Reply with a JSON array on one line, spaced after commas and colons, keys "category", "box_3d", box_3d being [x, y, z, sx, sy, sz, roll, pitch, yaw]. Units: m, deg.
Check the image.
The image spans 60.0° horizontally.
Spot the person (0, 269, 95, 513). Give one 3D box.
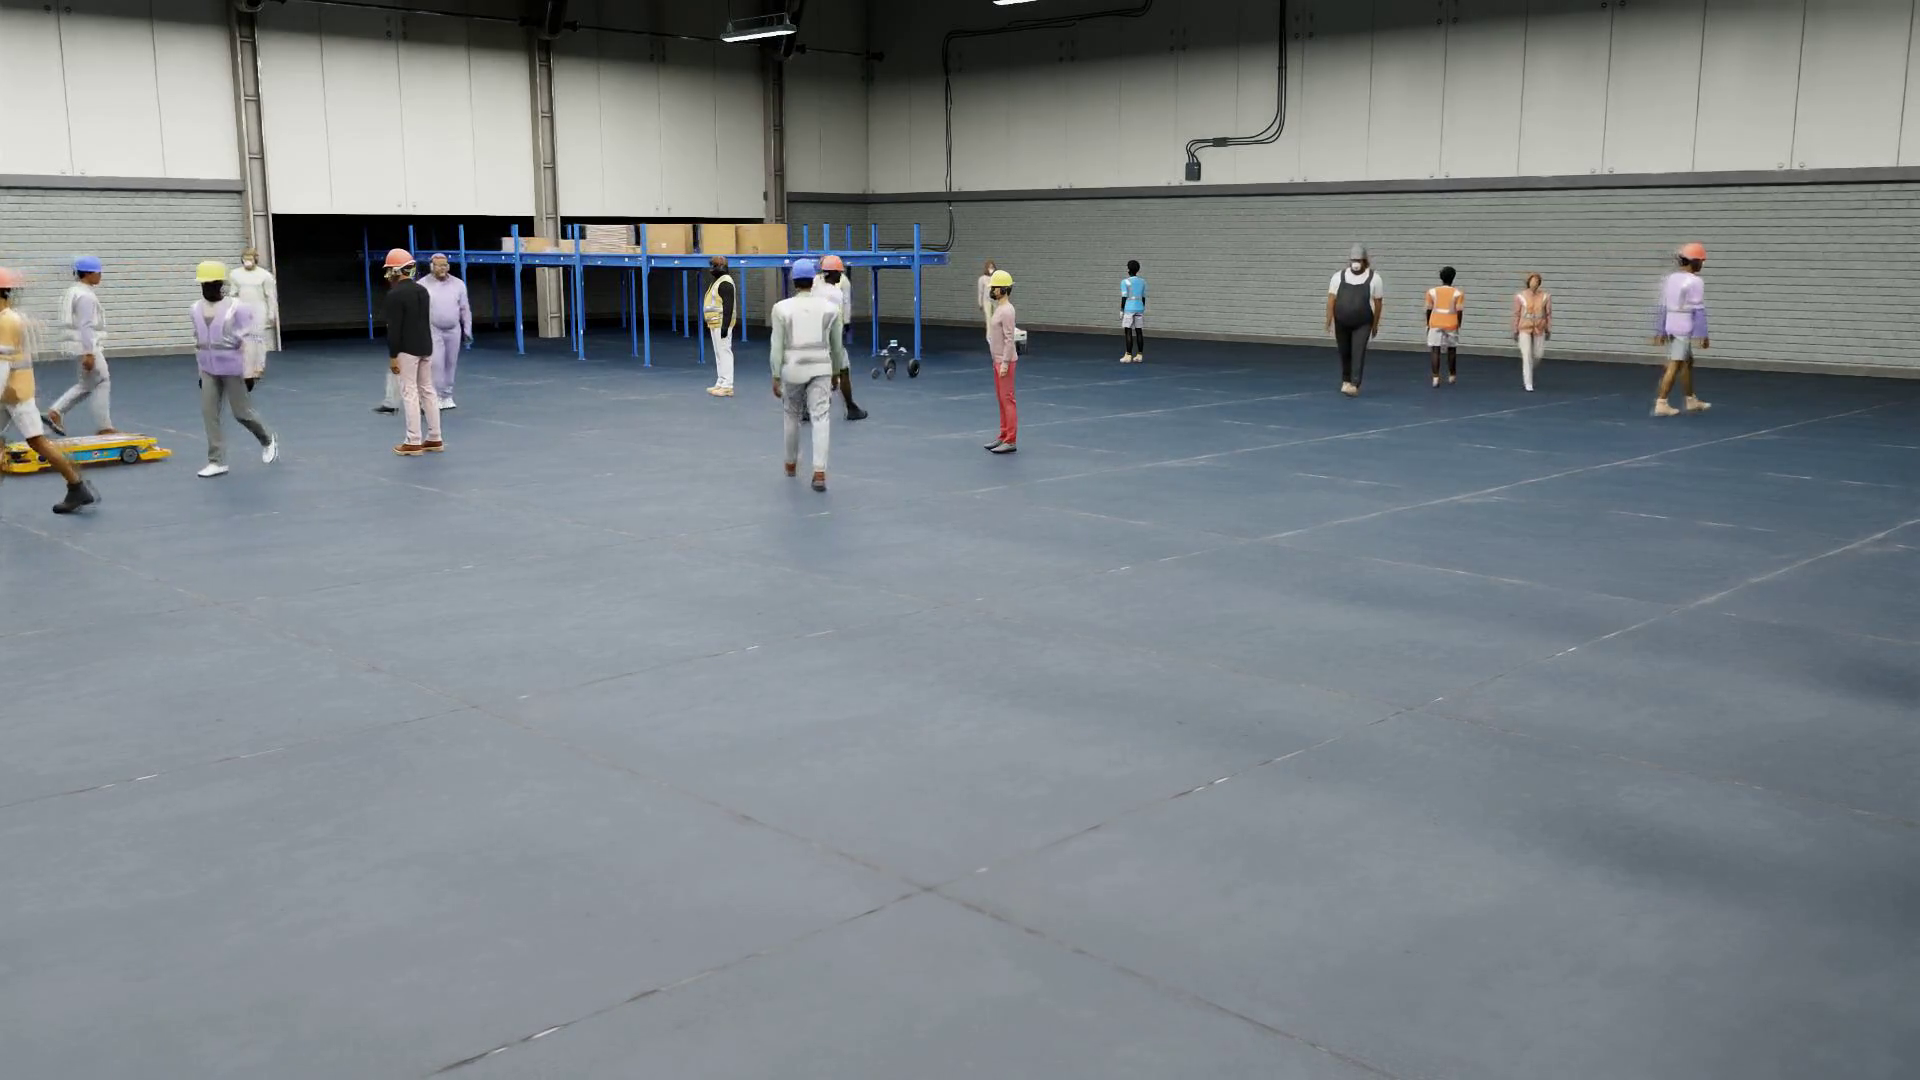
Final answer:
[{"category": "person", "box_3d": [-7.137, -1.114, 12.548, 1.005, 1.893, 0.549, -8, 13, -38]}]

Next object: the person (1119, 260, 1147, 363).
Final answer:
[{"category": "person", "box_3d": [2.876, -3.811, 27.747, 0.542, 1.695, 0.316, -7, 13, -34]}]

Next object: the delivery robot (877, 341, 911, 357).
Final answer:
[{"category": "delivery robot", "box_3d": [-0.990, -2.871, 24.888, 0.335, 0.223, 0.698, 5, 12, 28]}]

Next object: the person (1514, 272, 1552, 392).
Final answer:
[{"category": "person", "box_3d": [7.842, -2.872, 22.840, 0.511, 1.621, 0.578, 1, 10, 7]}]

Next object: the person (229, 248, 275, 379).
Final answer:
[{"category": "person", "box_3d": [-10.503, -3.380, 24.775, 0.638, 1.922, 0.573, 0, 10, -3]}]

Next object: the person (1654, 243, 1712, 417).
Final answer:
[{"category": "person", "box_3d": [8.590, -2.455, 19.502, 0.922, 2.004, 0.633, -1, 10, -7]}]

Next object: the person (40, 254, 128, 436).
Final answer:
[{"category": "person", "box_3d": [-9.054, -1.964, 17.064, 0.701, 1.920, 0.627, -8, 13, -37]}]

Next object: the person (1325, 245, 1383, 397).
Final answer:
[{"category": "person", "box_3d": [5.264, -2.946, 22.211, 0.695, 2.000, 1.029, 5, 11, 24]}]

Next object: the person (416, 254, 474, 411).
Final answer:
[{"category": "person", "box_3d": [-6.239, -2.520, 20.196, 0.654, 1.877, 0.797, -7, 13, -34]}]

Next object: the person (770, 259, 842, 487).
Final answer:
[{"category": "person", "box_3d": [-1.315, -1.429, 14.190, 0.627, 1.889, 1.034, -2, 11, -12]}]

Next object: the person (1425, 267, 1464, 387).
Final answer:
[{"category": "person", "box_3d": [6.836, -3.006, 23.464, 0.542, 1.654, 0.859, 4, 11, 21]}]

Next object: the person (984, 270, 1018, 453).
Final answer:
[{"category": "person", "box_3d": [0.405, -1.746, 16.299, 0.314, 1.769, 0.523, -2, 11, -9]}]

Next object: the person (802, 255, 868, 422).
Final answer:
[{"category": "person", "box_3d": [-1.516, -2.293, 18.964, 0.988, 1.889, 0.563, -10, 14, -43]}]

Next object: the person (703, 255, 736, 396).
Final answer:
[{"category": "person", "box_3d": [-3.192, -2.847, 22.097, 0.429, 1.842, 0.633, -4, 11, -20]}]

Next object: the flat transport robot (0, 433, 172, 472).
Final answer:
[{"category": "flat transport robot", "box_3d": [-8.198, -0.825, 15.475, 0.652, 0.197, 1.431, 8, 13, 38]}]

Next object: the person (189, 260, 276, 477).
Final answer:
[{"category": "person", "box_3d": [-6.532, -1.549, 14.871, 0.595, 1.903, 0.809, 3, 11, 14]}]

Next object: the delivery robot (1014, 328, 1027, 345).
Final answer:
[{"category": "delivery robot", "box_3d": [0.920, -3.626, 29.718, 0.477, 0.478, 0.707, 5, 12, 25]}]

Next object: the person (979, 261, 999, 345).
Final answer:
[{"category": "person", "box_3d": [0.591, -4.649, 32.553, 0.499, 1.610, 0.719, -3, 11, -17]}]

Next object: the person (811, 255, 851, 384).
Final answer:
[{"category": "person", "box_3d": [-1.863, -3.119, 23.609, 0.639, 1.827, 0.439, 6, 12, 29]}]

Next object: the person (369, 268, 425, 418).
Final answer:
[{"category": "person", "box_3d": [-6.538, -2.315, 19.324, 0.831, 1.794, 0.607, -5, 11, -24]}]

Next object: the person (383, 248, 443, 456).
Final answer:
[{"category": "person", "box_3d": [-5.369, -1.835, 16.204, 0.421, 1.984, 0.615, 3, 11, 18]}]
